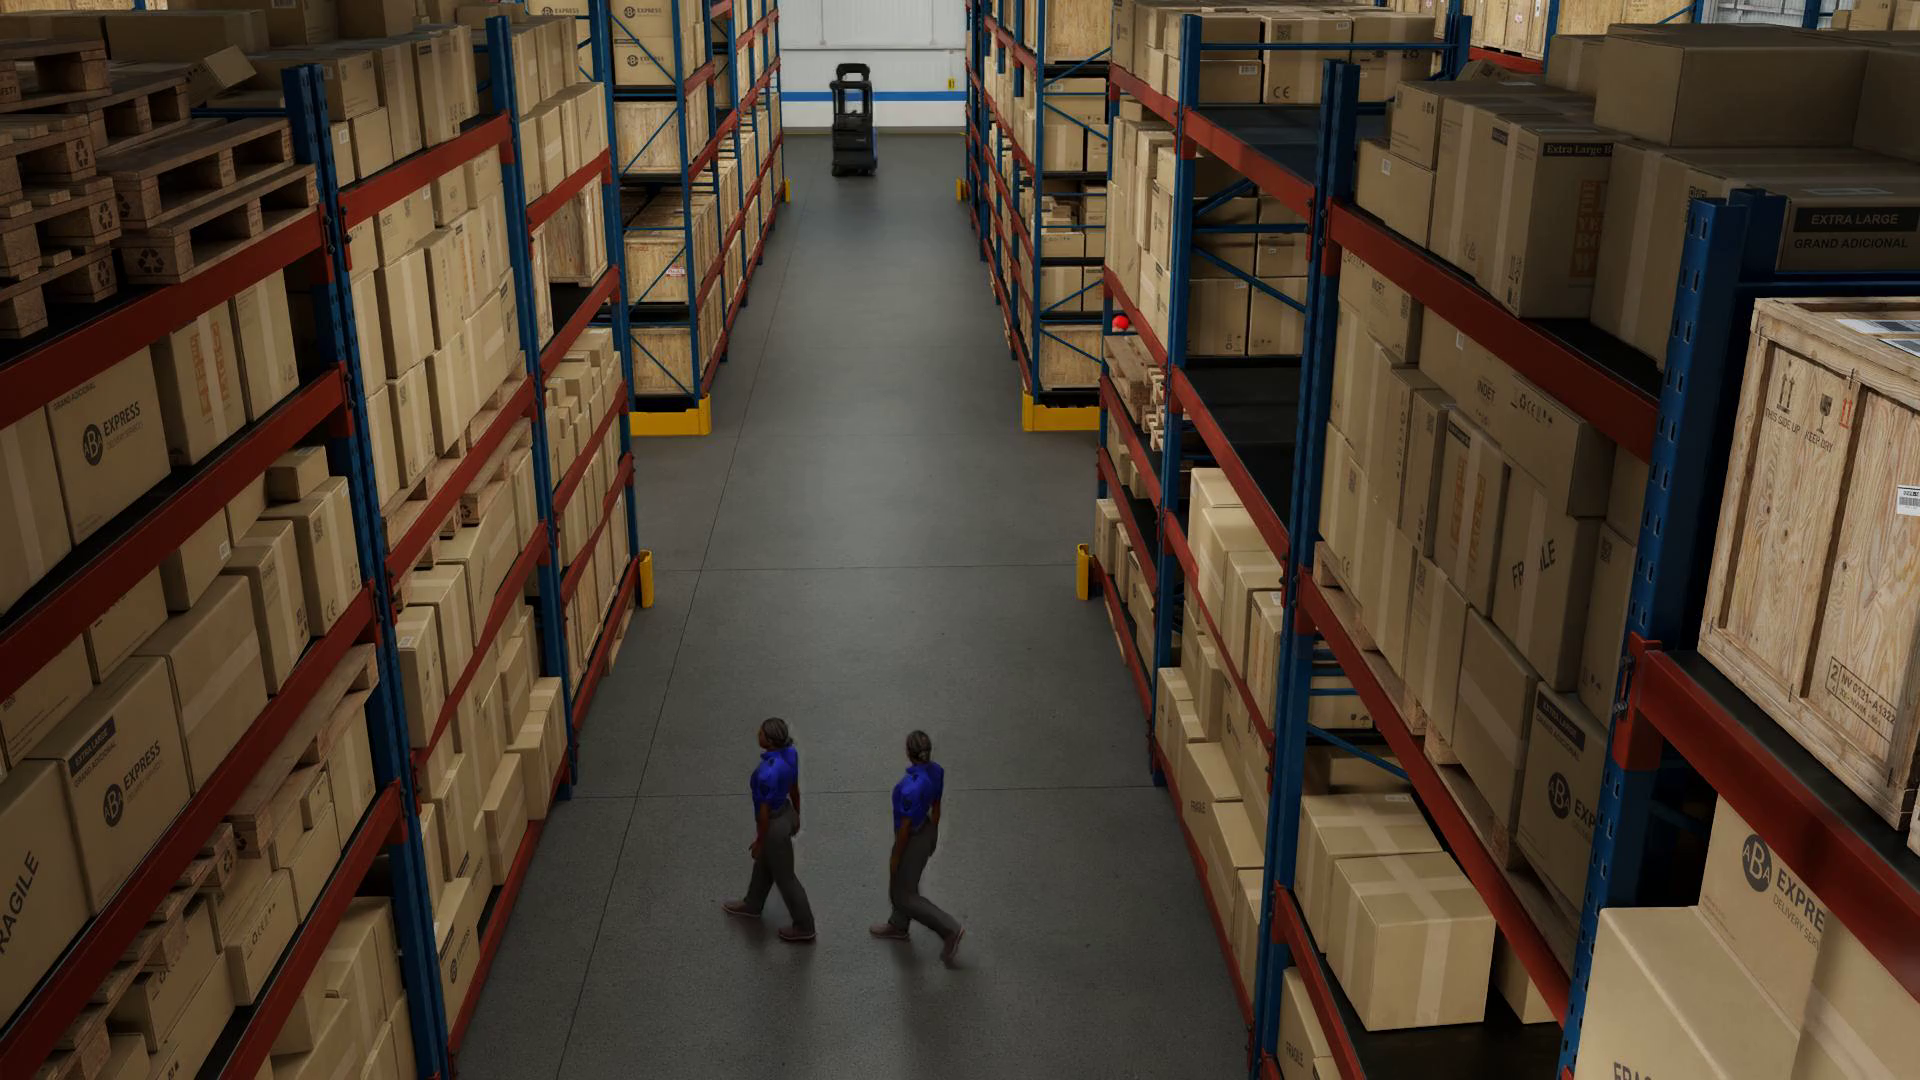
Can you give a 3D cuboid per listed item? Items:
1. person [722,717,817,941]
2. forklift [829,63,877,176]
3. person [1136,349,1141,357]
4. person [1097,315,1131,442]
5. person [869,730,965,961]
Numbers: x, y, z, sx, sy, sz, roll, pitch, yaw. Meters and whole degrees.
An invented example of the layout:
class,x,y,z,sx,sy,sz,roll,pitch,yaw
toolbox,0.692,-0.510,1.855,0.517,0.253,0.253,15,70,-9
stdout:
class,x,y,z,sx,sy,sz,roll,pitch,yaw
person,-1.346,1.957,11.410,0.761,1.646,0.460,5,21,14
forklift,-2.981,-11.555,45.802,1.121,2.941,3.031,1,21,3
person,2.506,-2.093,22.184,0.679,1.746,0.558,-8,22,-21
person,2.053,-2.090,22.059,0.365,1.795,0.550,-1,21,-4
person,-0.303,2.045,11.181,0.761,1.658,0.465,7,22,18
